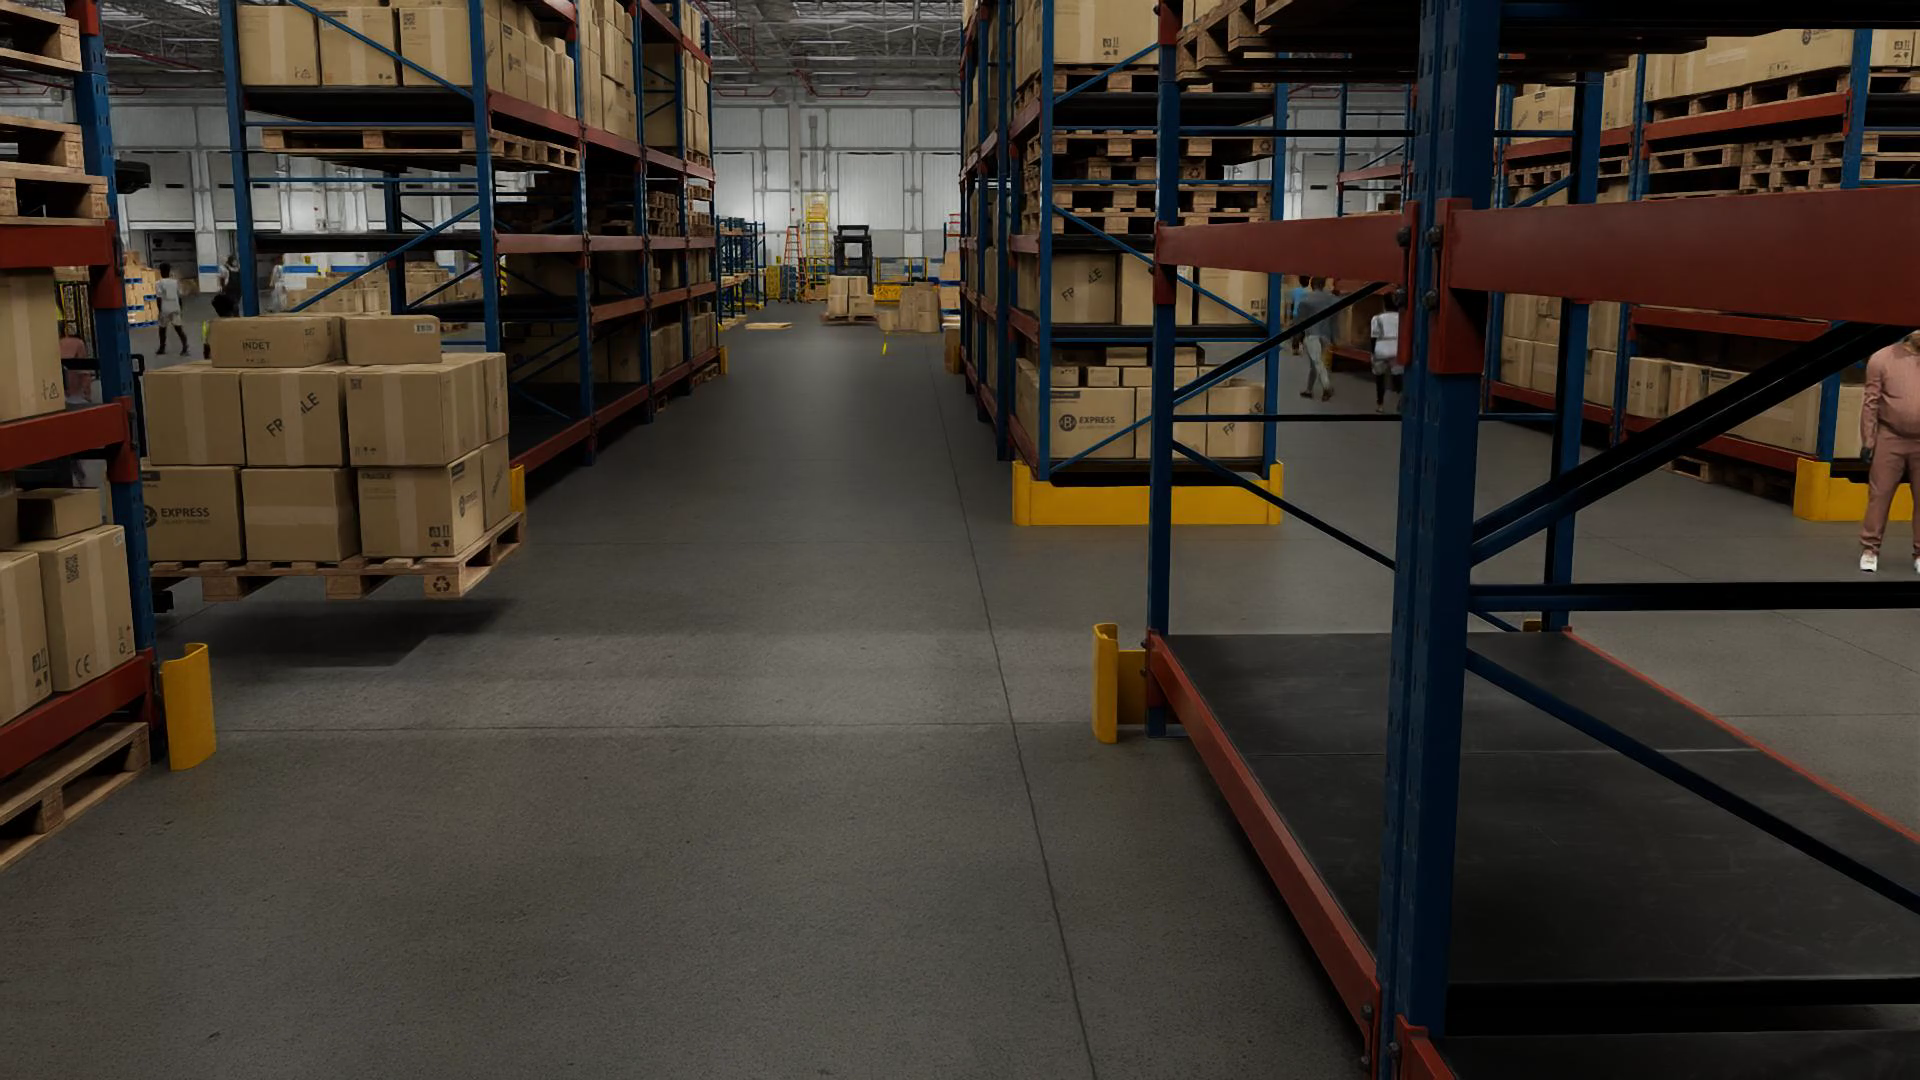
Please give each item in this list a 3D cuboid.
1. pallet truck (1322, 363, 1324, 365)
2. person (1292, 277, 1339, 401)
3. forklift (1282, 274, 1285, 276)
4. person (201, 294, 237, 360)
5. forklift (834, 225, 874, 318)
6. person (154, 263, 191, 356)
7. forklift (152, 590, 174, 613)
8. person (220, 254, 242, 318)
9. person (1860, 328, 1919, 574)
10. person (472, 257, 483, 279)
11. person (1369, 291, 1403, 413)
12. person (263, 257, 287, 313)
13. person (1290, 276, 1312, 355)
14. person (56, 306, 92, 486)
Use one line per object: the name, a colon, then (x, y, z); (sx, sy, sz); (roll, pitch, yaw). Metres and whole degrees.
pallet truck: (7.712, -4.157, 30.737); (1.885, 1.965, 0.823); (3, 11, 16)
person: (5.331, -3.006, 24.617); (0.636, 1.903, 0.974); (-3, 11, -18)
forklift: (12.135, -10.836, 65.485); (1.129, 2.768, 1.873); (0, 10, -2)
person: (-9.240, -2.245, 20.929); (0.551, 1.685, 0.366); (-6, 12, -30)
forklift: (-3.145, -7.921, 49.247); (1.129, 2.768, 1.873); (0, 10, -2)
person: (-16.188, -4.724, 34.120); (0.996, 1.924, 0.619); (6, 12, 31)
forklift: (-5.858, -0.811, 9.639); (1.873, 2.768, 1.129); (-1, 10, -3)
person: (-21.345, -7.410, 48.740); (0.933, 2.000, 0.678); (6, 12, 28)
person: (6.710, -0.694, 11.741); (0.645, 1.898, 0.398); (5, 11, 24)
person: (-17.448, -9.487, 60.693); (0.909, 1.889, 0.602); (4, 11, 21)
person: (5.851, -2.542, 22.618); (0.541, 1.681, 0.582); (0, 10, -1)
person: (-22.421, -8.320, 54.348); (0.921, 1.841, 0.578); (-2, 10, -13)
person: (7.185, -4.677, 34.568); (0.831, 1.655, 0.550); (-7, 12, -34)
person: (-8.556, -1.359, 15.823); (0.544, 1.756, 0.472); (-7, 12, -35)
